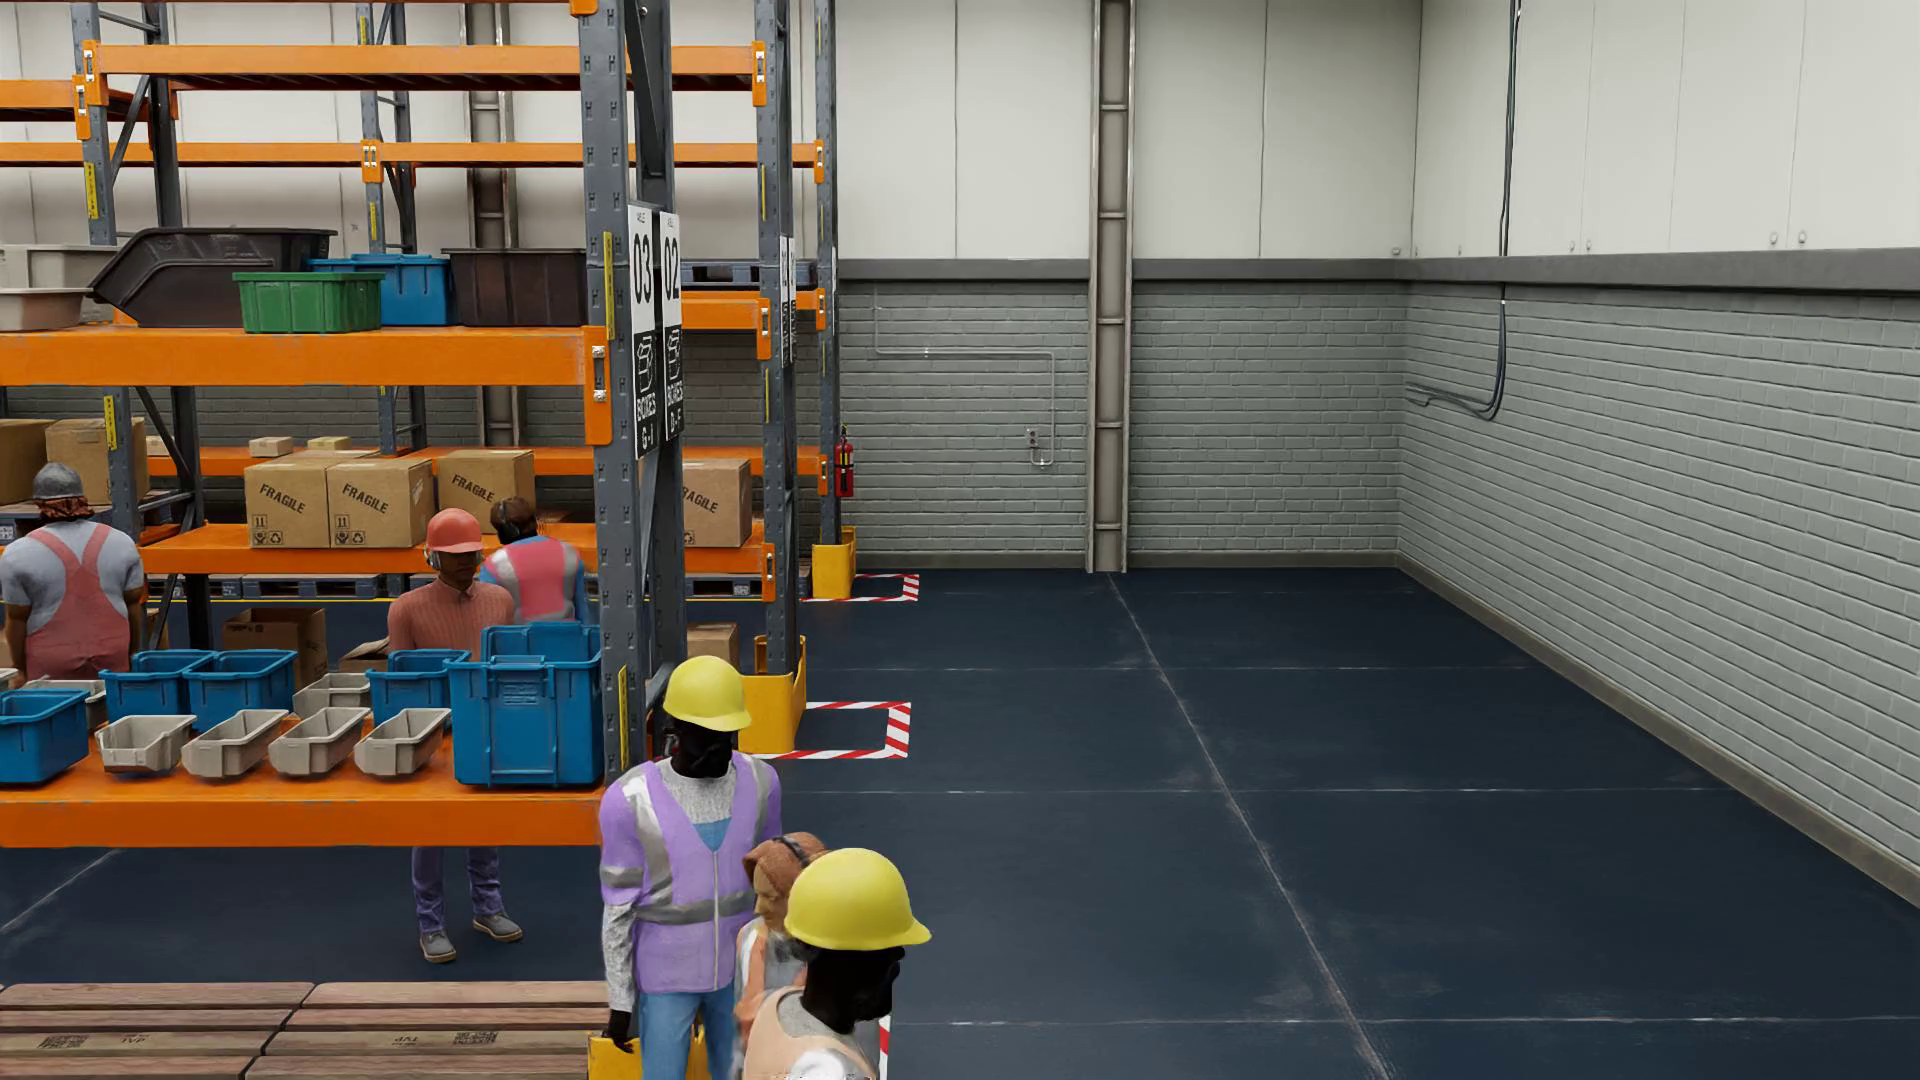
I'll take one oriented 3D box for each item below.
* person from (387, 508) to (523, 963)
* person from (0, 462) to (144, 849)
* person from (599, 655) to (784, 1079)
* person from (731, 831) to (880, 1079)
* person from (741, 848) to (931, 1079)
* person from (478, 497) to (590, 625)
[{"bbox_3d":[-2.215,0.846,7.374,0.608,1.996,0.379,-9,13,-43],"label":"person"},{"bbox_3d":[-4.713,0.585,8.838,0.535,2.000,0.681,9,13,43],"label":"person"},{"bbox_3d":[-0.773,1.277,4.992,0.597,1.917,0.397,-6,11,-33],"label":"person"},{"bbox_3d":[-0.391,1.534,4.278,0.525,1.632,0.317,8,12,41],"label":"person"},{"bbox_3d":[-0.221,1.550,3.385,0.768,1.893,0.608,-2,10,-13],"label":"person"},{"bbox_3d":[-2.335,0.646,9.272,0.669,1.794,0.893,-7,12,-38],"label":"person"}]
